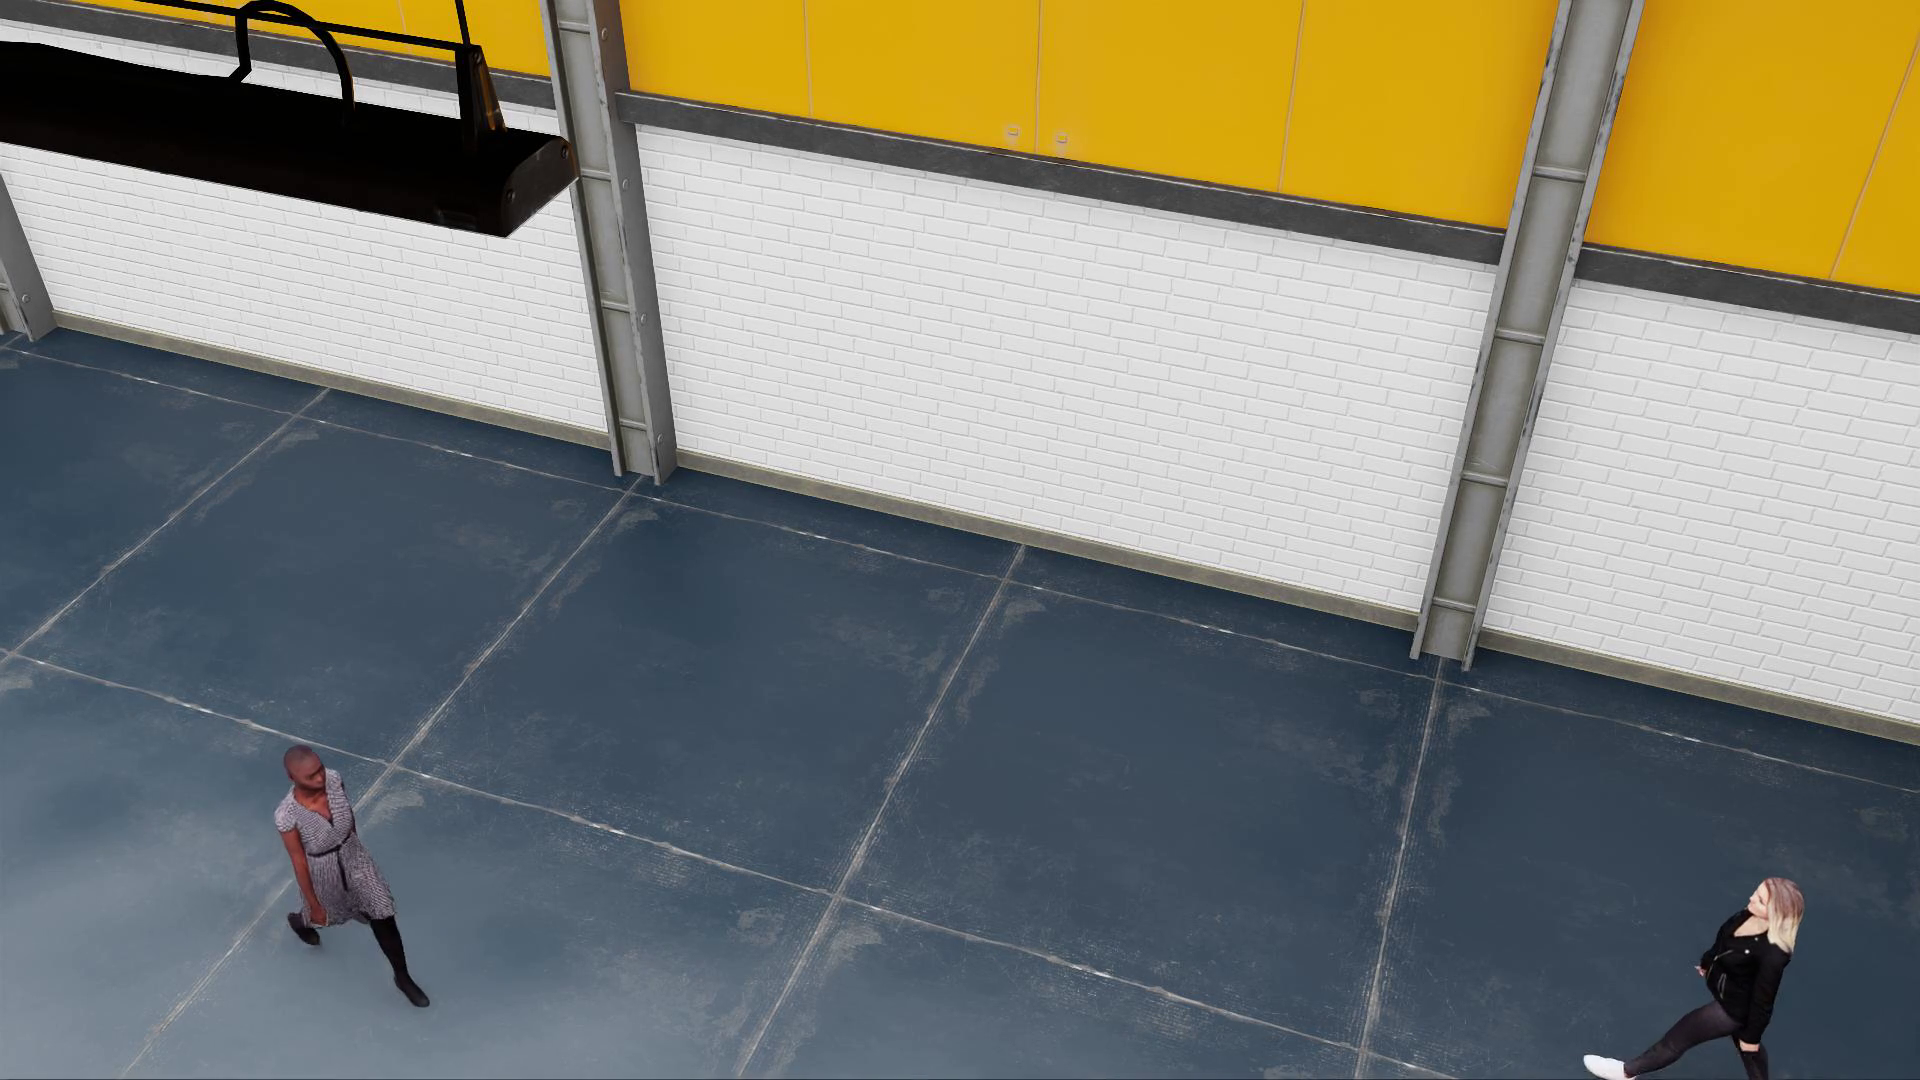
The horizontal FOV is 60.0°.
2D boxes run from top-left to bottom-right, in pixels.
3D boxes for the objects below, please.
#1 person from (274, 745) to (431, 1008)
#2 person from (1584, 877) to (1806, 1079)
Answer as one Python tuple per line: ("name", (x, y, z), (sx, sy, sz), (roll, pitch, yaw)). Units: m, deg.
("person", (-3.274, 1.705, 8.530), (1.210, 1.754, 0.759), (20, 43, 23))
("person", (3.800, 2.231, 7.965), (1.163, 1.637, 0.683), (10, 40, 12))
